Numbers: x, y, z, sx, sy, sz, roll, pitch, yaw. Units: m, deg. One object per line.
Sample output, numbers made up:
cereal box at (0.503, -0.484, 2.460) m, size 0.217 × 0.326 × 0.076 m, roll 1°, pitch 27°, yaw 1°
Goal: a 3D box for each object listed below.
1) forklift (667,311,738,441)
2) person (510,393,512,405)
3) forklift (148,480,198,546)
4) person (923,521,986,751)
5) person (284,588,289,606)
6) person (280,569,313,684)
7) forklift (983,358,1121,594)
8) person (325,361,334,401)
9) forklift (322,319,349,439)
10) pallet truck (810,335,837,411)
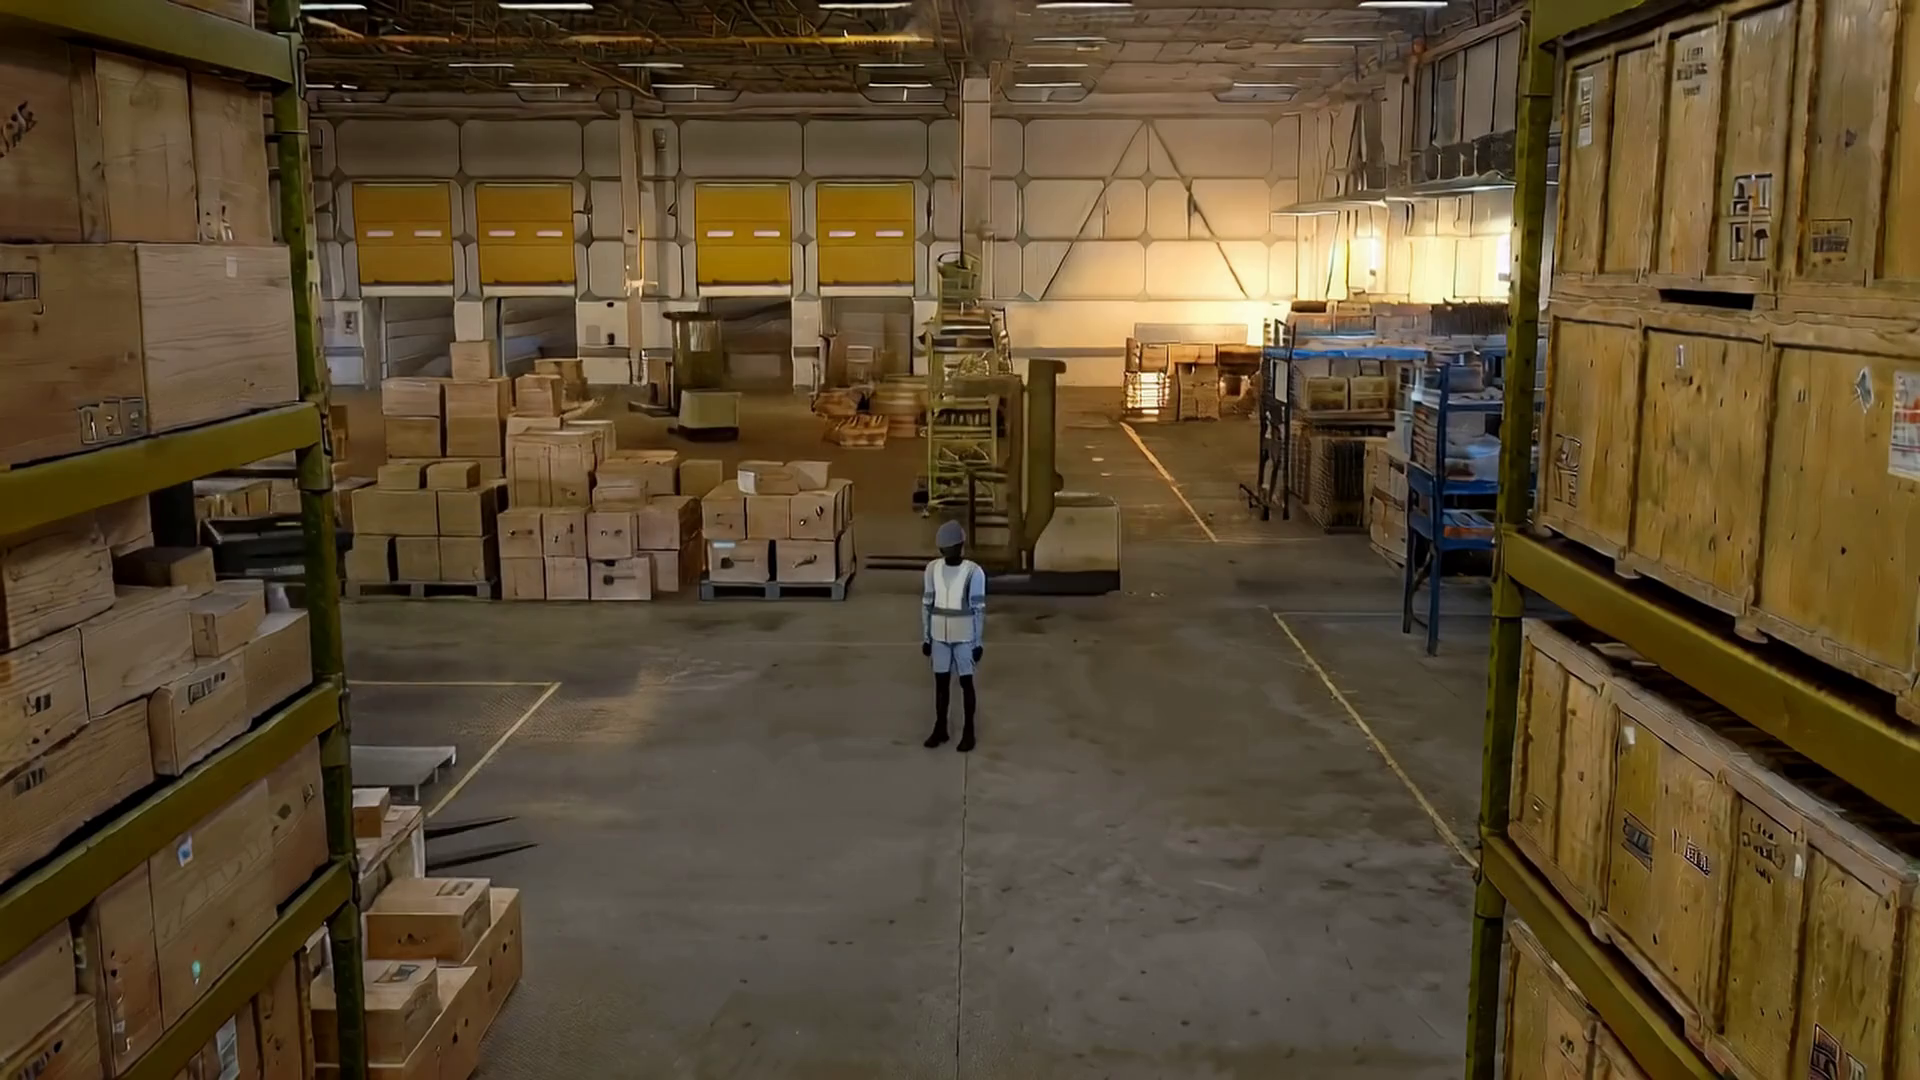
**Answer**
forklift at (-5.744, -3.686, 36.967) m, size 1.129 × 2.768 × 1.873 m, roll -5°, pitch 11°, yaw -25°
person at (-9.241, -2.483, 33.439) m, size 0.529 × 1.697 × 0.321 m, roll 6°, pitch 11°, yaw 29°
forklift at (-4.898, 0.928, 10.347) m, size 1.873 × 2.768 × 1.129 m, roll -5°, pitch 11°, yaw -29°
person at (-0.065, 0.799, 13.812) m, size 0.552 × 1.934 × 0.373 m, roll 4°, pitch 11°, yaw 24°
person at (-7.456, 0.165, 17.825) m, size 0.868 × 1.817 × 0.611 m, roll -3°, pitch 10°, yaw -17°
person at (-4.461, 1.185, 11.416) m, size 0.395 × 1.994 × 0.612 m, roll -9°, pitch 13°, yaw -41°
forklift at (1.012, -0.806, 20.353) m, size 1.873 × 2.768 × 1.129 m, roll 0°, pitch 10°, yaw 1°
person at (-15.015, -3.571, 39.050) m, size 0.572 × 1.932 × 0.393 m, roll -3°, pitch 10°, yaw -19°
forklift at (-13.003, -2.989, 32.947) m, size 1.129 × 2.768 × 1.873 m, roll 0°, pitch 10°, yaw 1°
pallet truck at (-3.021, -4.312, 43.126) m, size 1.885 × 1.965 × 0.823 m, roll 3°, pitch 10°, yaw 17°
